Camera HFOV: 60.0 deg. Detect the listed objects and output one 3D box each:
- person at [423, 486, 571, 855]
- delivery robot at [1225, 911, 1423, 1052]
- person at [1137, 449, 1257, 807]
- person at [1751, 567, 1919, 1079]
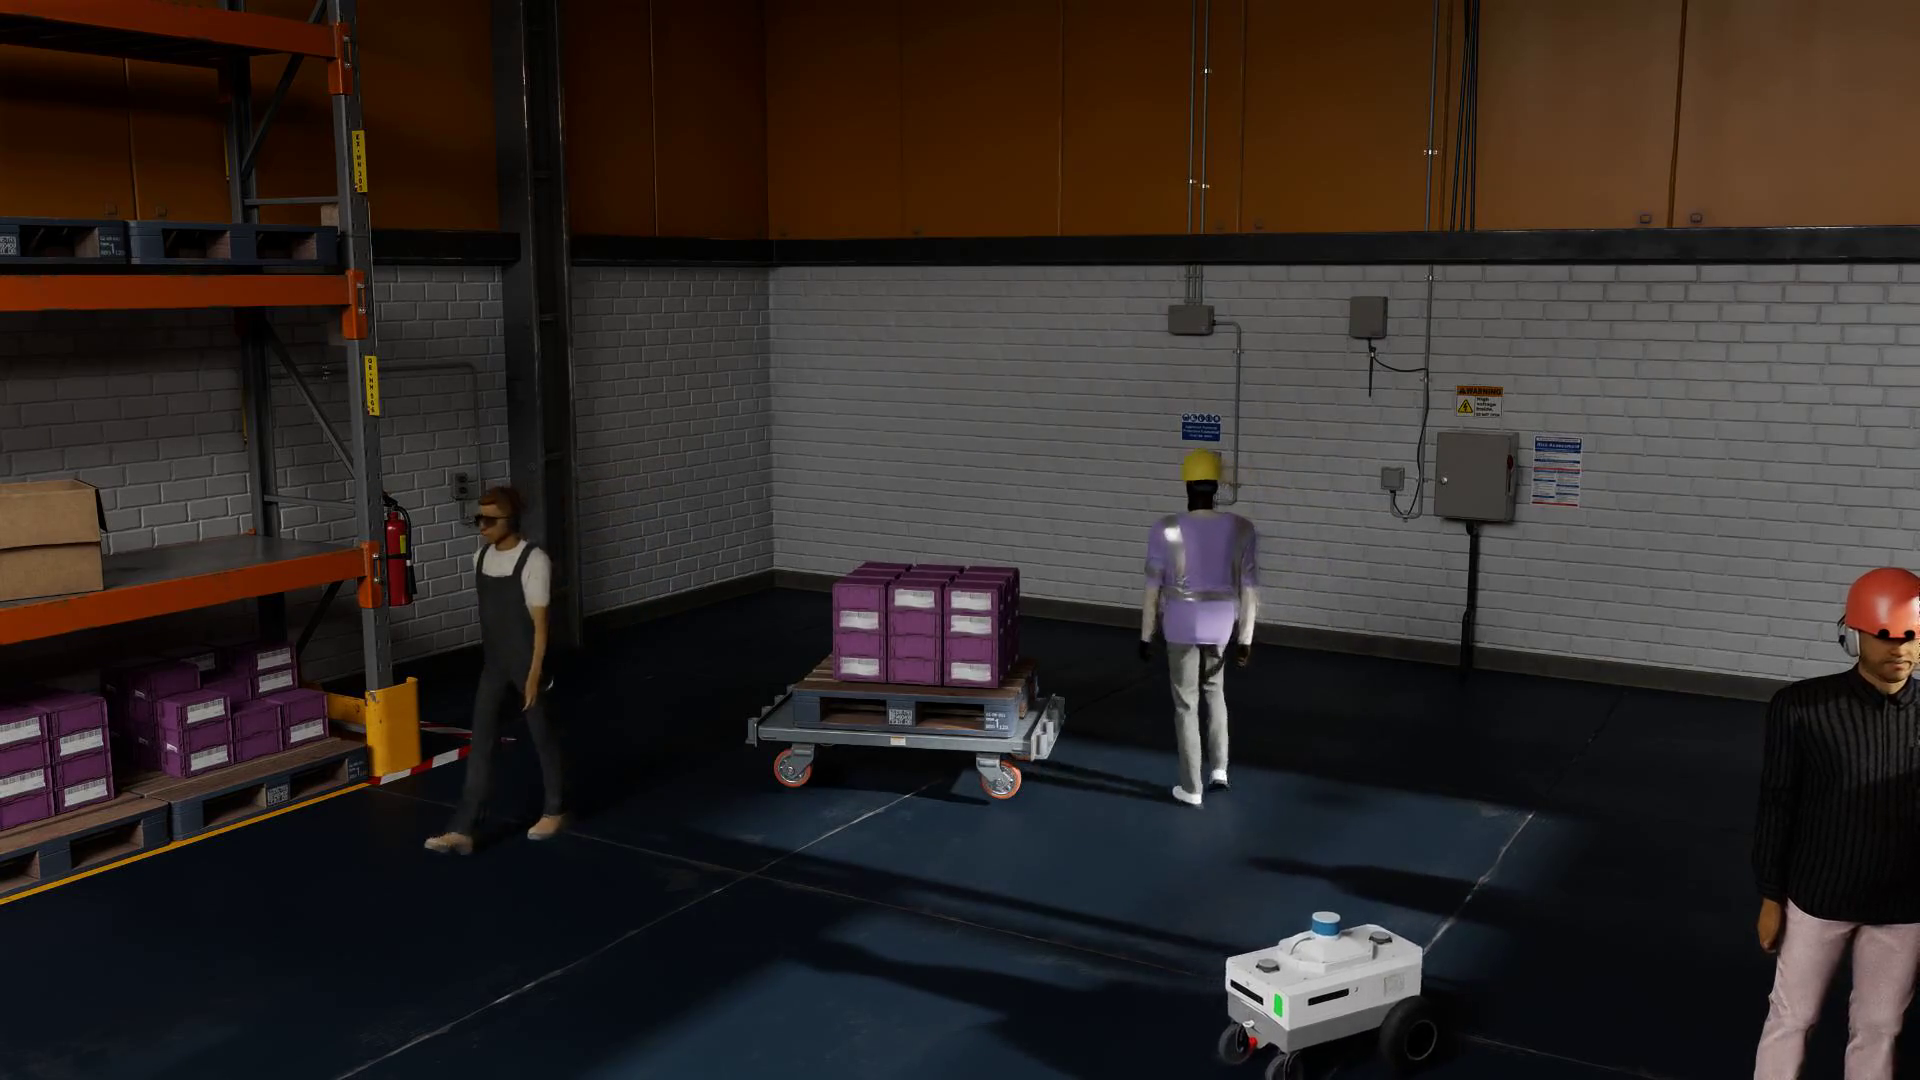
[{"bbox_3d":[-2.231,0.648,8.099,0.540,1.801,0.917,4,10,26],"label":"person"},{"bbox_3d":[1.299,1.572,5.938,0.707,0.478,0.477,-5,10,-28],"label":"delivery robot"},{"bbox_3d":[1.256,0.471,8.901,0.590,1.912,0.461,-2,9,-14],"label":"person"},{"bbox_3d":[2.676,1.060,4.942,0.612,1.996,0.388,1,9,7],"label":"person"}]
